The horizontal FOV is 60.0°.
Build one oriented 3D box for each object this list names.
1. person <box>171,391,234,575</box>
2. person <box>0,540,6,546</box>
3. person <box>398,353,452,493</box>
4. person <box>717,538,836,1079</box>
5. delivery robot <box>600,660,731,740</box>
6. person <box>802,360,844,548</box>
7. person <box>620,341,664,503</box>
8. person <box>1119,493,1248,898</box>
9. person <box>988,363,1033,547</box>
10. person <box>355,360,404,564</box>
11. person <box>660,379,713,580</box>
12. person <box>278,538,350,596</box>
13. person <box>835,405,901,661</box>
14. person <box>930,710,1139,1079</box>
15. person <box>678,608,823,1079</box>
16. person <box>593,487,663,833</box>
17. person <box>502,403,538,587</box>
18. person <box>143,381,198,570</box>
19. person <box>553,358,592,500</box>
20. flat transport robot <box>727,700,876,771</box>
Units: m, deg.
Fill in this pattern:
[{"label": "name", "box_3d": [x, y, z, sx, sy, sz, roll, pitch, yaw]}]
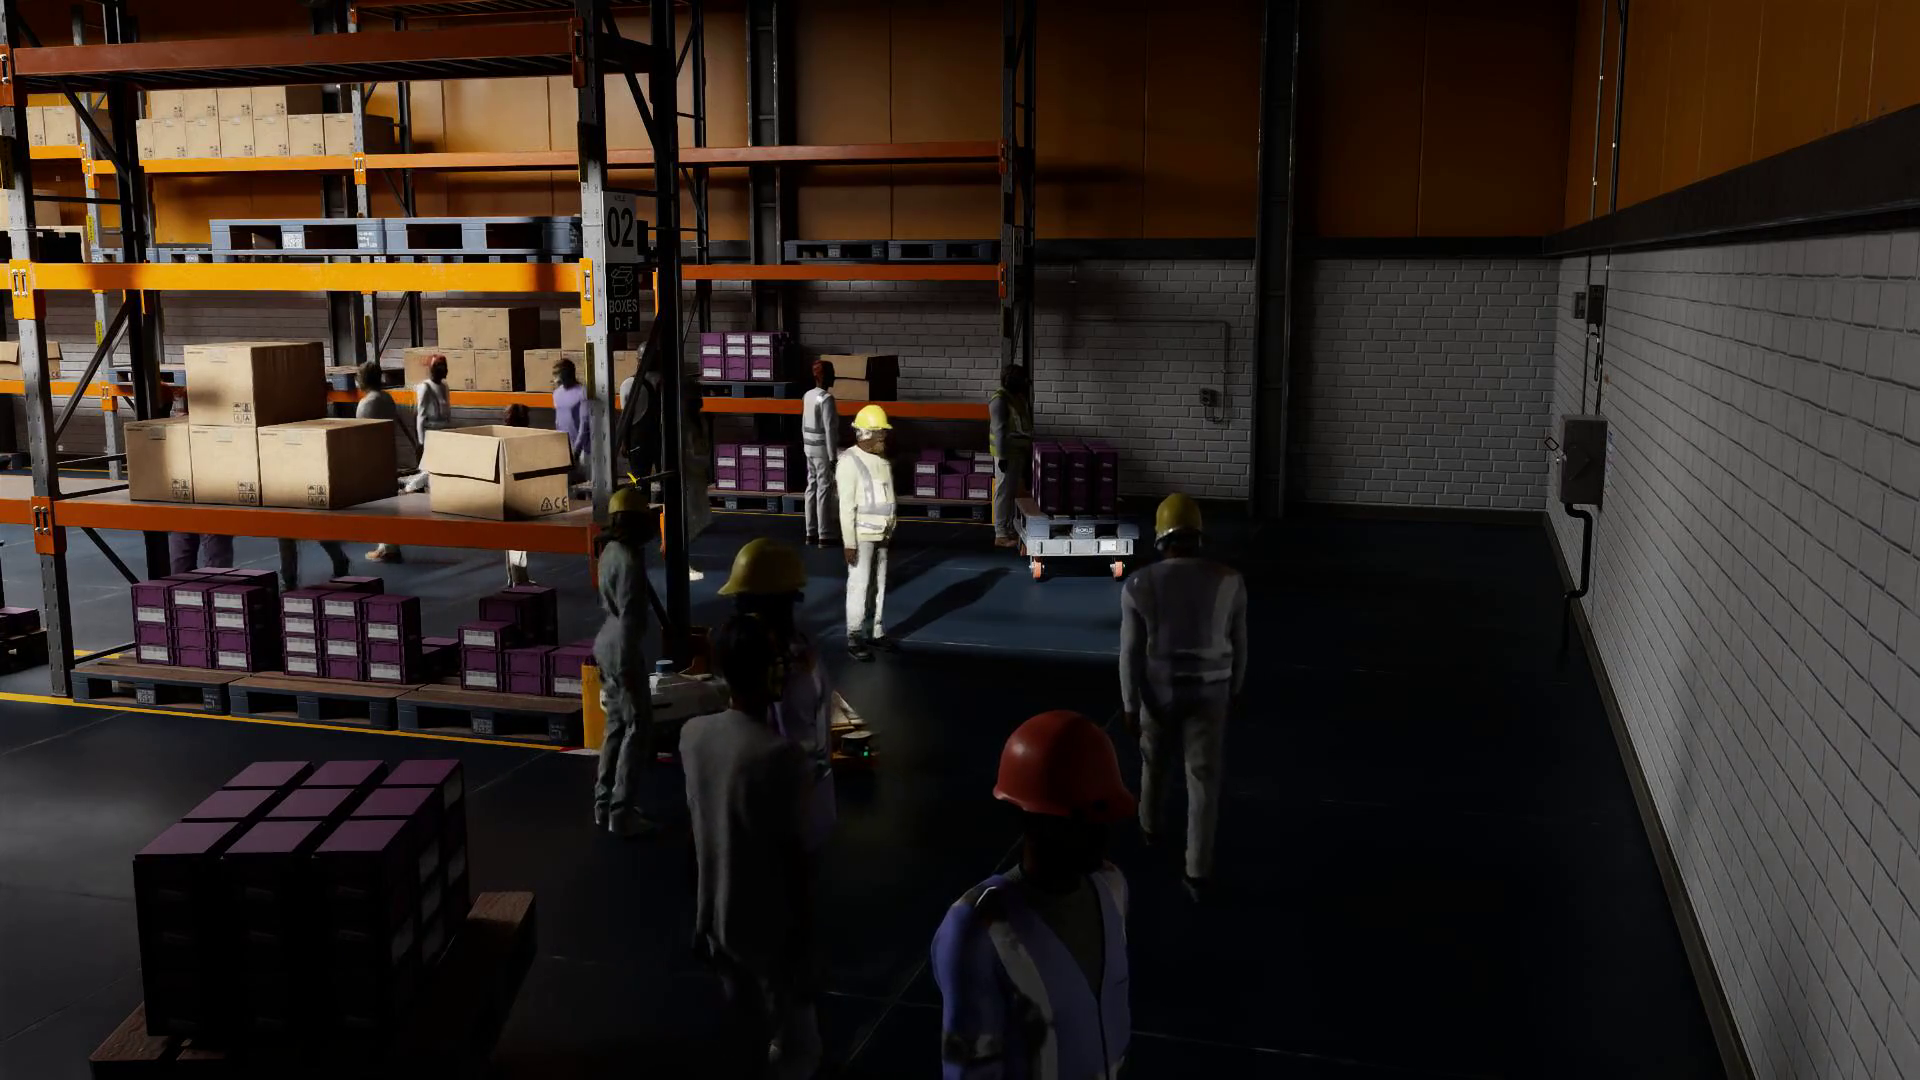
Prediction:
[{"label": "person", "box_3d": [-5.888, -0.233, 12.888, 0.687, 1.891, 0.415, 2, 10, 14]}, {"label": "person", "box_3d": [-9.877, -0.714, 16.288, 0.879, 1.721, 0.535, 0, 9, -1]}, {"label": "person", "box_3d": [-5.973, -1.171, 18.706, 0.836, 1.860, 0.578, 2, 9, 9]}, {"label": "person", "box_3d": [-0.609, 0.945, 5.567, 0.380, 1.925, 0.590, -2, 9, -11]}, {"label": "delivery robot", "box_3d": [-1.687, 0.932, 9.529, 0.707, 0.478, 0.477, -6, 11, -32]}, {"label": "person", "box_3d": [-1.387, -0.862, 16.716, 0.357, 1.881, 0.574, -6, 11, -31]}, {"label": "person", "box_3d": [-3.279, -1.081, 17.564, 0.677, 2.000, 0.536, -5, 11, -28]}, {"label": "person", "box_3d": [1.025, 0.669, 7.676, 0.590, 1.781, 0.929, 1, 9, 3]}, {"label": "person", "box_3d": [0.522, -0.859, 16.820, 0.429, 1.845, 0.621, 3, 10, 20]}, {"label": "person", "box_3d": [-5.526, -0.734, 15.781, 0.374, 1.942, 0.635, 0, 9, -2]}, {"label": "person", "box_3d": [-2.495, -0.536, 14.932, 0.523, 1.820, 0.645, 3, 10, 18]}, {"label": "person", "box_3d": [-5.562, -0.449, 14.126, 0.633, 1.911, 0.880, 1, 9, 8]}, {"label": "person", "box_3d": [-0.658, -0.048, 11.957, 0.404, 1.819, 0.628, 5, 11, 28]}, {"label": "person", "box_3d": [0.193, 1.291, 3.420, 0.360, 1.939, 0.543, 8, 12, 39]}, {"label": "person", "box_3d": [-0.621, 1.119, 4.754, 0.508, 1.857, 0.516, 8, 12, 39]}, {"label": "person", "box_3d": [-1.684, 0.593, 8.377, 0.419, 1.698, 0.570, -4, 10, -23]}, {"label": "person", "box_3d": [-3.834, -0.369, 14.445, 0.308, 1.642, 0.510, -4, 10, -21]}, {"label": "person", "box_3d": [-6.201, -0.281, 12.998, 0.543, 1.939, 0.360, 0, 9, -3]}, {"label": "person", "box_3d": [-4.032, -0.965, 17.383, 0.618, 1.876, 1.043, 5, 11, 30]}, {"label": "flat transport robot", "box_3d": [-0.978, 1.078, 9.785, 0.652, 0.197, 1.431, -3, 10, -16]}]
